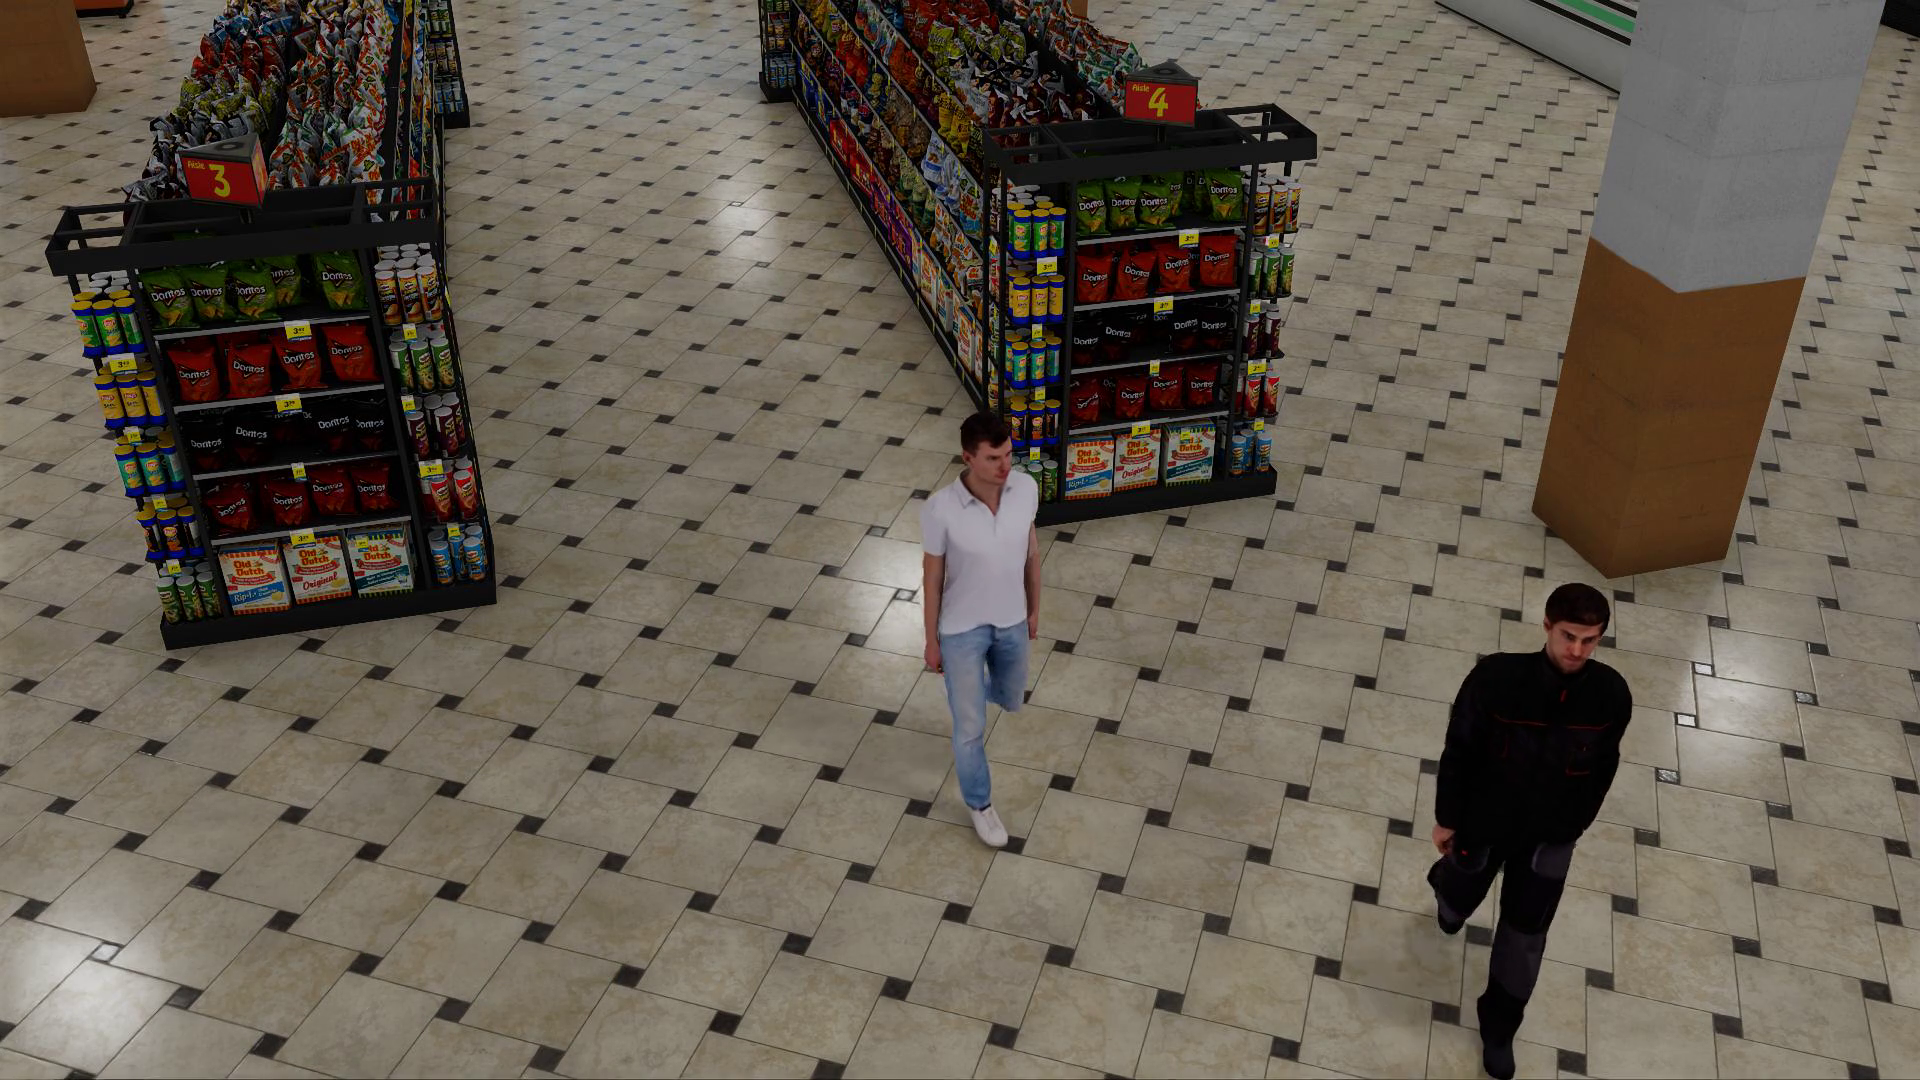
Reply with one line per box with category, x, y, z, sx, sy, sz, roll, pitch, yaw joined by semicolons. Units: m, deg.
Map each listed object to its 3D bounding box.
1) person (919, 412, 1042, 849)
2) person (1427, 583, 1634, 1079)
person;0.043;0.286;6.489;0.796;1.834;1.066;-15;35;-22
person;1.838;0.881;5.552;1.000;1.814;1.191;5;32;8
